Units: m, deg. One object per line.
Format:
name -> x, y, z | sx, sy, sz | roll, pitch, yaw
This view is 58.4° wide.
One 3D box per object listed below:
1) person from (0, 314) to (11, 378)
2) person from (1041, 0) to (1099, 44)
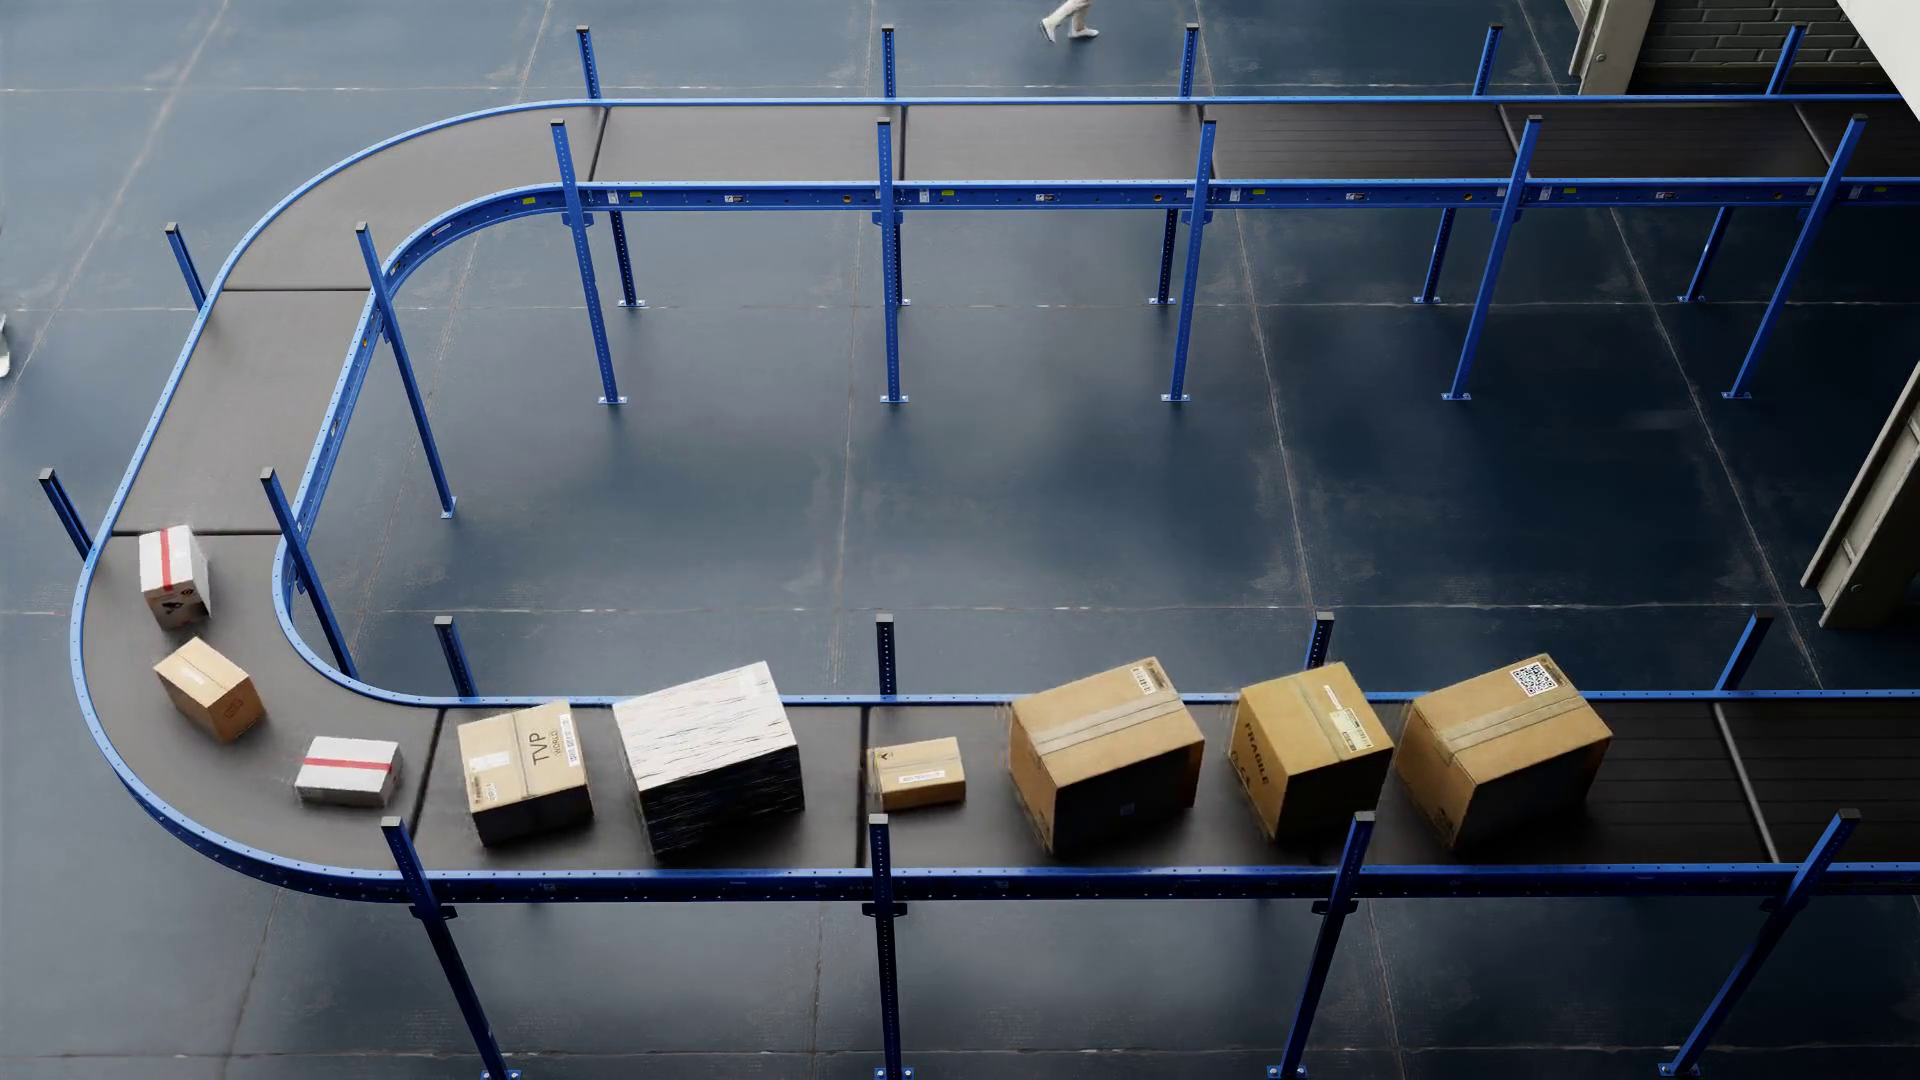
person -> -7.063, -1.982, 11.831 | 0.605, 1.888, 0.844 | -6, 47, -5
person -> 0.993, -5.038, 14.864 | 0.499, 1.623, 0.531 | -10, 48, -10
